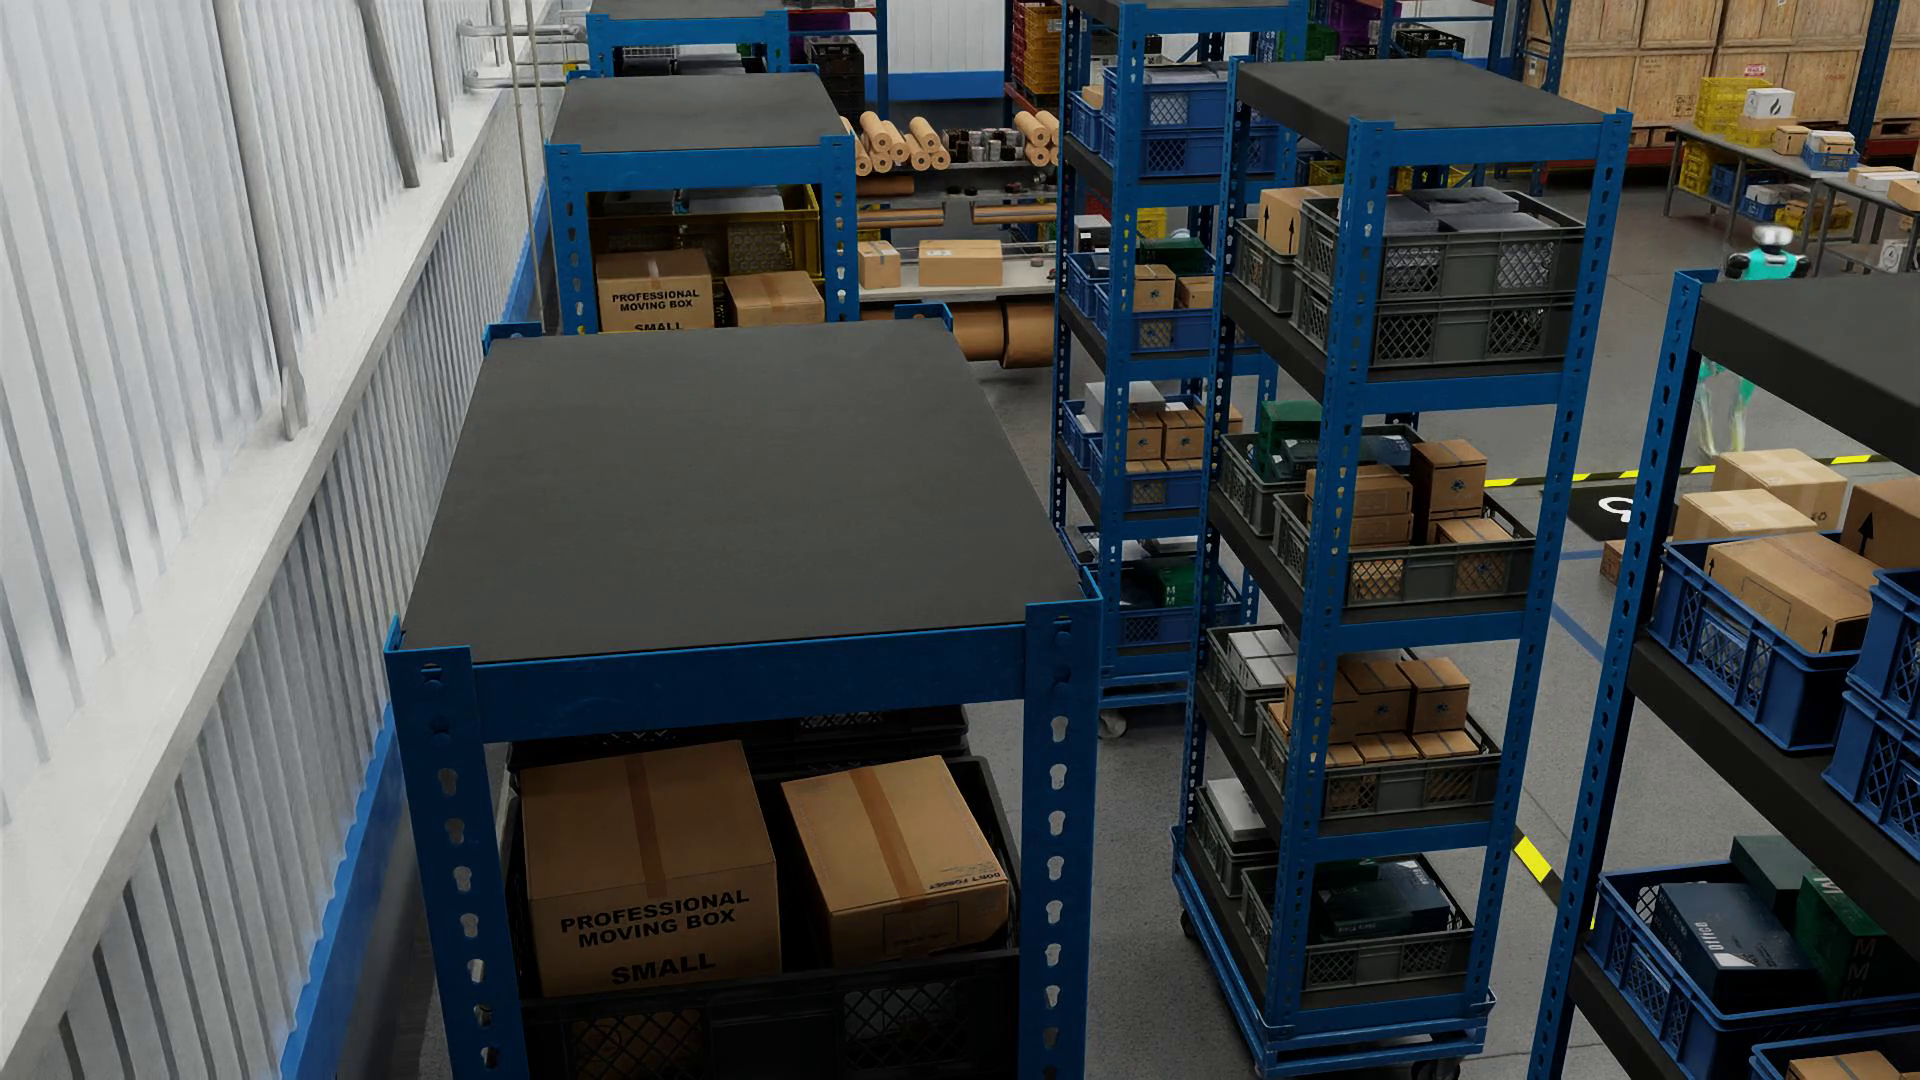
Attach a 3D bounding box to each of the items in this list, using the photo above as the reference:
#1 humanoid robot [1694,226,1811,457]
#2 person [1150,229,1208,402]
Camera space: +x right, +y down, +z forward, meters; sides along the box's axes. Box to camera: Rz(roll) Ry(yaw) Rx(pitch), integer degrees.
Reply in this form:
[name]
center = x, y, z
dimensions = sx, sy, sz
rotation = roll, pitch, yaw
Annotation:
[humanoid robot]
center = 5.341, -1.321, 11.479
dimensions = 0.535, 1.831, 0.748
rotation = 1, 25, 3
[person]
center = 1.392, -1.110, 10.818
dimensions = 0.588, 1.853, 0.395
rotation = -3, 25, -6
